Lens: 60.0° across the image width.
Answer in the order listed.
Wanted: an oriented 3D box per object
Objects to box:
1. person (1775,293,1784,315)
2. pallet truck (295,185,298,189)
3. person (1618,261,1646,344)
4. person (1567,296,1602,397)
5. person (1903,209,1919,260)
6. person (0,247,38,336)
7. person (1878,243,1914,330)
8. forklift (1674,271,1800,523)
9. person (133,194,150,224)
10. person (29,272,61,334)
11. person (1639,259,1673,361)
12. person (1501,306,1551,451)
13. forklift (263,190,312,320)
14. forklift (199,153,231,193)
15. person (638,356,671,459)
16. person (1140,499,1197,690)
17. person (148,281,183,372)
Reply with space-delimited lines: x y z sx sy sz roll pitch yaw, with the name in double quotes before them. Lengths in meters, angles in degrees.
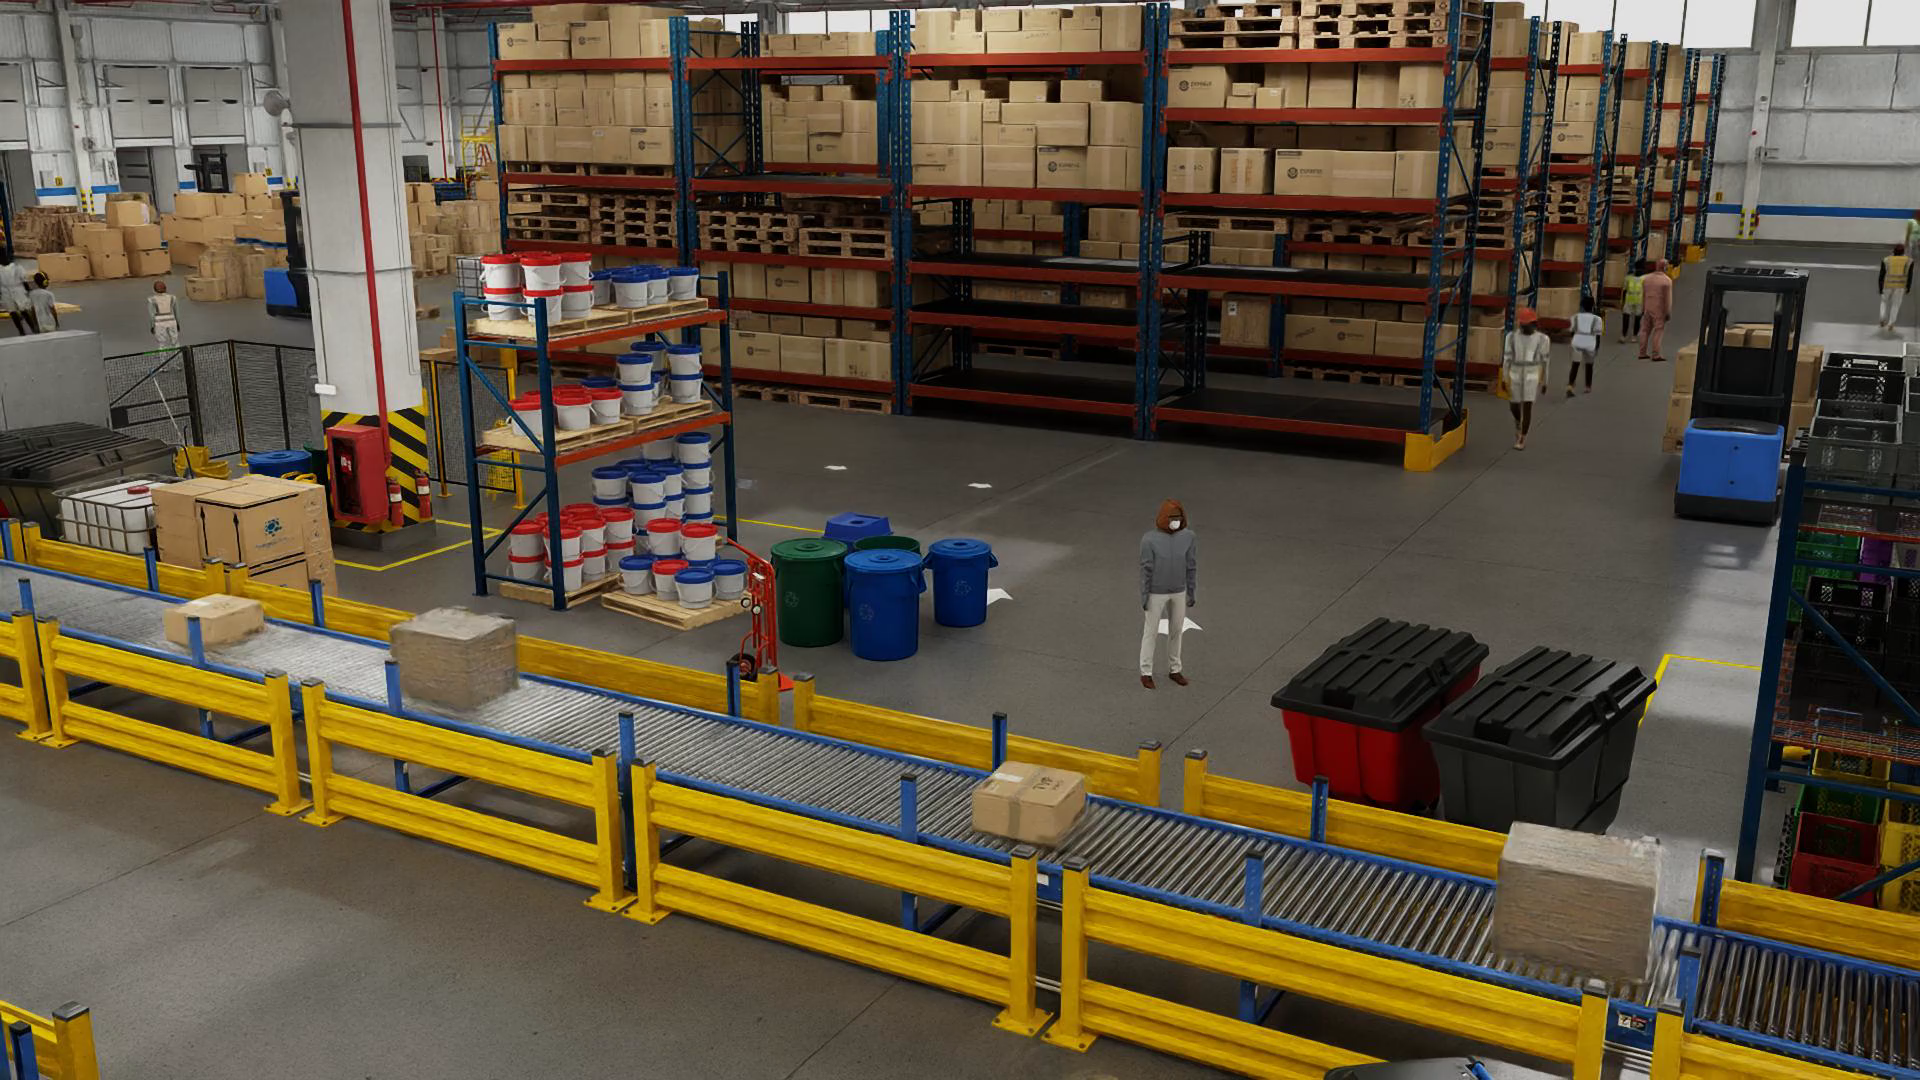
"person" 15.559 -4.229 31.405 0.280 1.624 0.493 3 15 10
"pallet truck" -26.804 -14.617 69.738 1.885 1.965 0.823 -14 20 -42
"person" 13.450 -4.721 33.170 0.555 1.650 0.850 9 18 31
"person" 10.307 -3.203 27.497 0.526 1.654 0.906 9 18 31
"person" 26.570 -8.325 46.425 0.642 1.821 0.465 -7 17 -26
"person" -19.007 -4.910 33.392 0.663 1.923 0.465 -1 15 -5
"person" 19.981 -5.427 35.562 0.632 1.807 0.880 8 17 27
"forklift" 9.269 -1.763 19.726 1.129 2.768 1.873 8 17 27
"person" -25.854 -9.982 52.560 0.665 1.867 1.028 0 15 0
"person" -15.997 -3.759 29.164 0.519 1.874 0.327 4 15 14
"person" 13.064 -4.303 31.164 0.398 1.899 0.647 -8 17 -27
"person" 7.965 -2.304 23.410 0.639 2.022 0.753 8 17 28
"forklift" -14.555 -6.370 37.048 1.873 2.768 1.129 8 17 28
"forklift" -27.440 -12.865 61.464 1.873 2.768 1.129 8 17 28
"person" -3.708 -1.416 20.636 0.823 1.724 0.533 -3 15 -11
"person" 1.725 0.447 13.828 0.497 1.627 0.288 -4 15 -16
"person" -14.278 -3.833 29.887 0.512 1.640 0.309 -12 19 -39
